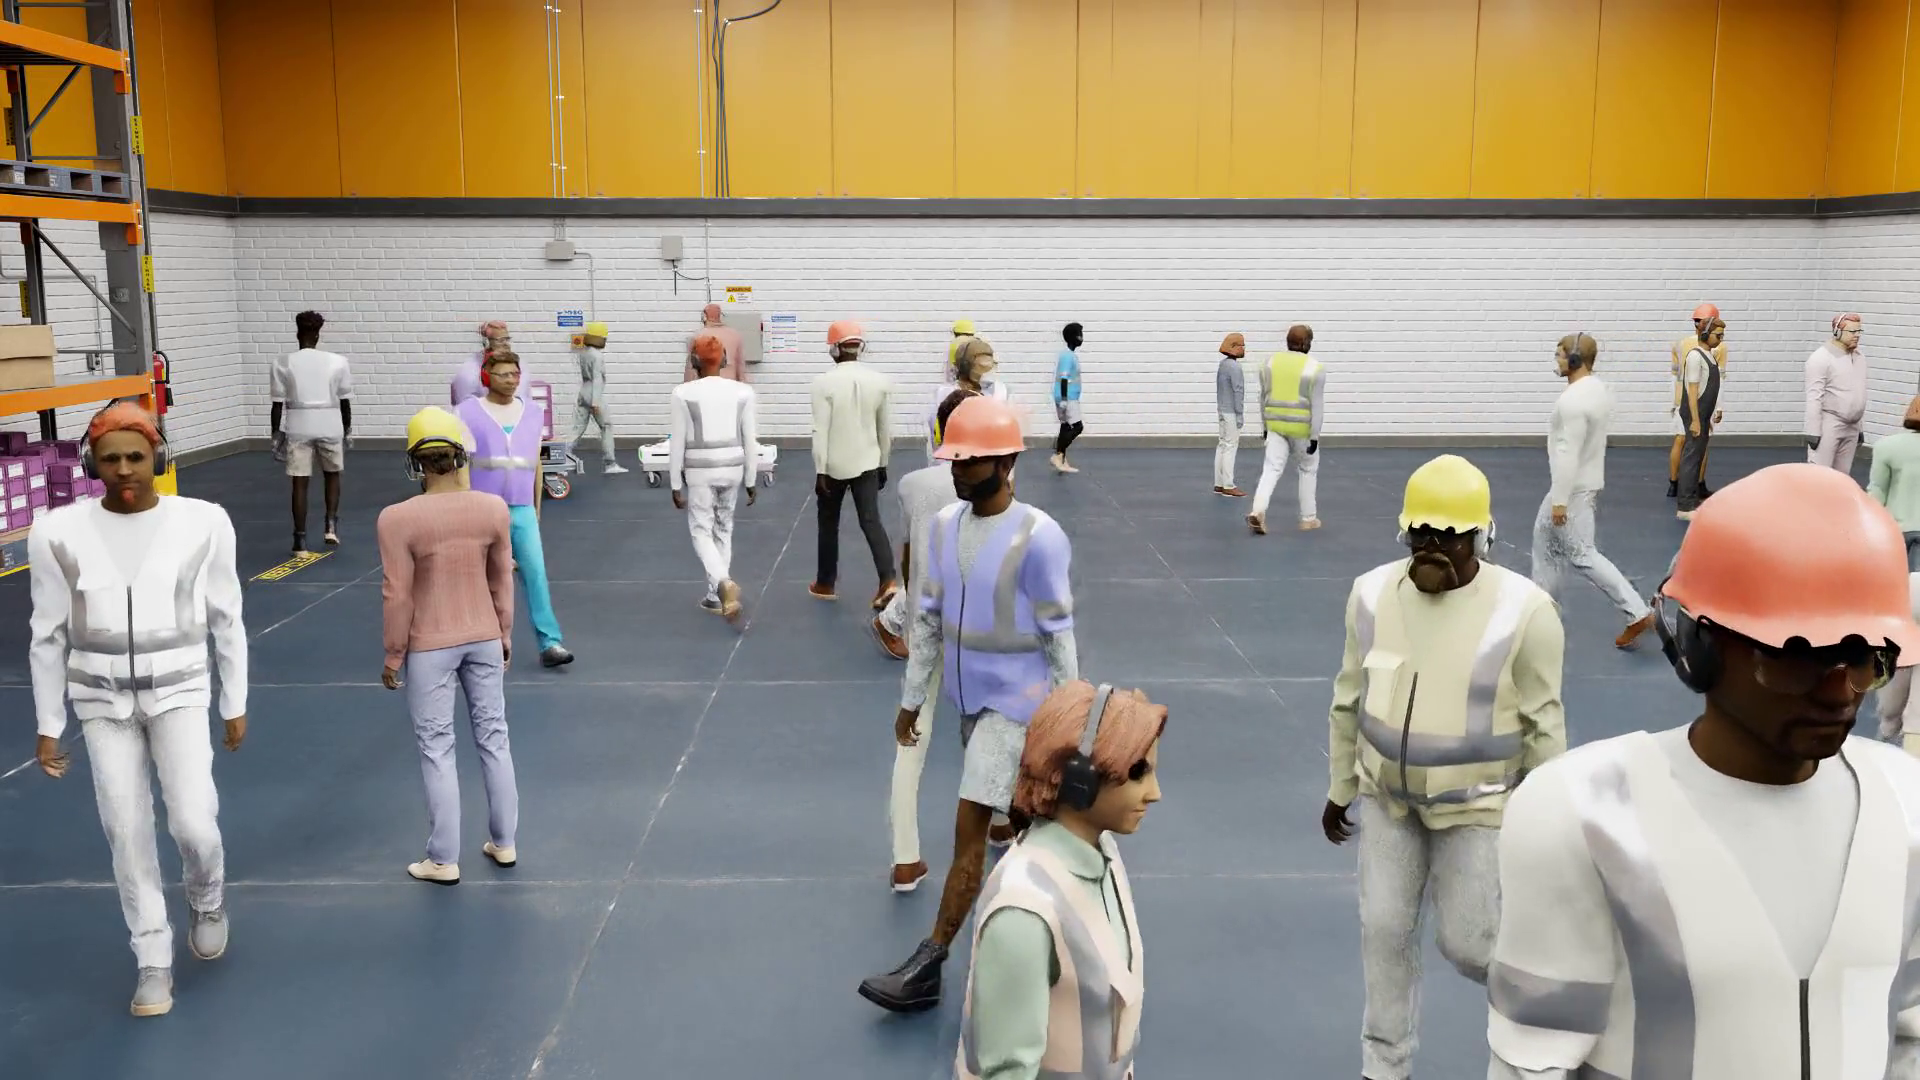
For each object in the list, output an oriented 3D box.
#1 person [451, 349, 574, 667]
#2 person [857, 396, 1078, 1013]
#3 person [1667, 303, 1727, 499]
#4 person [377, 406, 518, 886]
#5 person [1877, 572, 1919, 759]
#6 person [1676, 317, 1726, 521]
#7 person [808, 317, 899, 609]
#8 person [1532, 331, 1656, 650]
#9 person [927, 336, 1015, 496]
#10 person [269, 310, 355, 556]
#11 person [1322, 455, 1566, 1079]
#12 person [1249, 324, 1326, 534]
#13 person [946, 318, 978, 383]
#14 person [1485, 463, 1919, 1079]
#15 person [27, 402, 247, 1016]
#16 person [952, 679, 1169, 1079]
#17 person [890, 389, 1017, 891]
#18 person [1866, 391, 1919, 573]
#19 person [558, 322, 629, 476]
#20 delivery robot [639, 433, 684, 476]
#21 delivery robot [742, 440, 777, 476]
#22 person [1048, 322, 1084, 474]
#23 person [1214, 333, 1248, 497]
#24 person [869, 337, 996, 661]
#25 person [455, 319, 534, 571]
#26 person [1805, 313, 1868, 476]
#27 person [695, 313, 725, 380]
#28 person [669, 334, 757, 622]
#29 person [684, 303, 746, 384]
[{"bbox_3d":[-2.537,-0.158,9.393,0.578,1.813,0.813,-7,12,-37],"label":"person"},{"bbox_3d":[0.087,0.486,5.245,1.036,1.886,0.563,-8,12,-40],"label":"person"},{"bbox_3d":[7.288,-1.364,16.424,0.381,1.929,0.542,-9,13,-43],"label":"person"},{"bbox_3d":[-1.901,0.389,6.174,0.528,1.764,0.328,-9,13,-44],"label":"person"},{"bbox_3d":[3.145,0.639,5.206,0.488,1.597,0.864,5,10,27],"label":"person"},{"bbox_3d":[6.691,-1.092,15.024,0.346,1.840,0.505,6,11,34],"label":"person"},{"bbox_3d":[-0.699,-0.513,11.140,0.633,1.955,0.998,-6,11,-32],"label":"person"},{"bbox_3d":[3.735,-0.292,9.929,0.924,1.911,0.638,5,11,29],"label":"person"},{"bbox_3d":[0.084,-0.468,11.316,0.617,1.813,0.556,-2,9,-11],"label":"person"},{"bbox_3d":[-5.166,-0.854,13.272,0.654,1.929,0.589,-4,10,-24],"label":"person"},{"bbox_3d":[1.313,0.651,4.443,0.623,1.807,0.616,8,12,40],"label":"person"},{"bbox_3d":[2.810,-0.946,14.243,0.628,1.810,0.893,6,11,34],"label":"person"},{"bbox_3d":[-0.021,-1.489,17.733,0.475,1.756,0.534,4,10,22],"label":"person"},{"bbox_3d":[0.968,0.914,2.108,0.614,2.038,0.396,-1,9,-9],"label":"person"},{"bbox_3d":[-2.504,0.511,5.107,0.589,1.863,0.454,-3,10,-18],"label":"person"},{"bbox_3d":[0.160,1.025,2.688,0.368,1.619,0.535,3,10,16],"label":"person"},{"bbox_3d":[-0.017,0.345,6.276,0.551,1.808,0.955,5,11,30],"label":"person"},{"bbox_3d":[5.324,-0.043,9.260,0.536,1.611,0.600,6,11,31],"label":"person"},{"bbox_3d":[-4.086,-1.542,18.228,0.858,1.695,0.507,-7,12,-39],"label":"person"},{"bbox_3d":[-2.988,-0.877,17.345,0.707,0.478,0.477,-1,9,-5],"label":"delivery robot"},{"bbox_3d":[-2.260,-0.873,17.319,0.707,0.478,0.477,-1,9,-7],"label":"delivery robot"},{"bbox_3d":[1.196,-1.546,18.278,0.360,1.684,0.548,1,9,4],"label":"person"},{"bbox_3d":[2.716,-1.253,16.638,0.268,1.632,0.509,-2,9,-12],"label":"person"},{"bbox_3d":[-0.065,-0.200,9.406,0.938,1.905,0.646,5,11,30],"label":"person"},{"bbox_3d":[-3.487,-0.716,12.567,0.474,1.890,0.661,8,12,40],"label":"person"},{"bbox_3d":[7.349,-0.941,13.928,0.647,1.903,0.402,-5,10,-27],"label":"person"},{"bbox_3d":[-2.927,-1.724,18.983,0.608,1.825,0.792,8,12,41],"label":"person"},{"bbox_3d":[-1.559,-0.390,10.677,0.585,1.862,0.813,-5,10,-28],"label":"person"},{"bbox_3d":[-2.710,-1.669,18.411,0.680,1.879,0.472,-7,12,-38],"label":"person"}]
